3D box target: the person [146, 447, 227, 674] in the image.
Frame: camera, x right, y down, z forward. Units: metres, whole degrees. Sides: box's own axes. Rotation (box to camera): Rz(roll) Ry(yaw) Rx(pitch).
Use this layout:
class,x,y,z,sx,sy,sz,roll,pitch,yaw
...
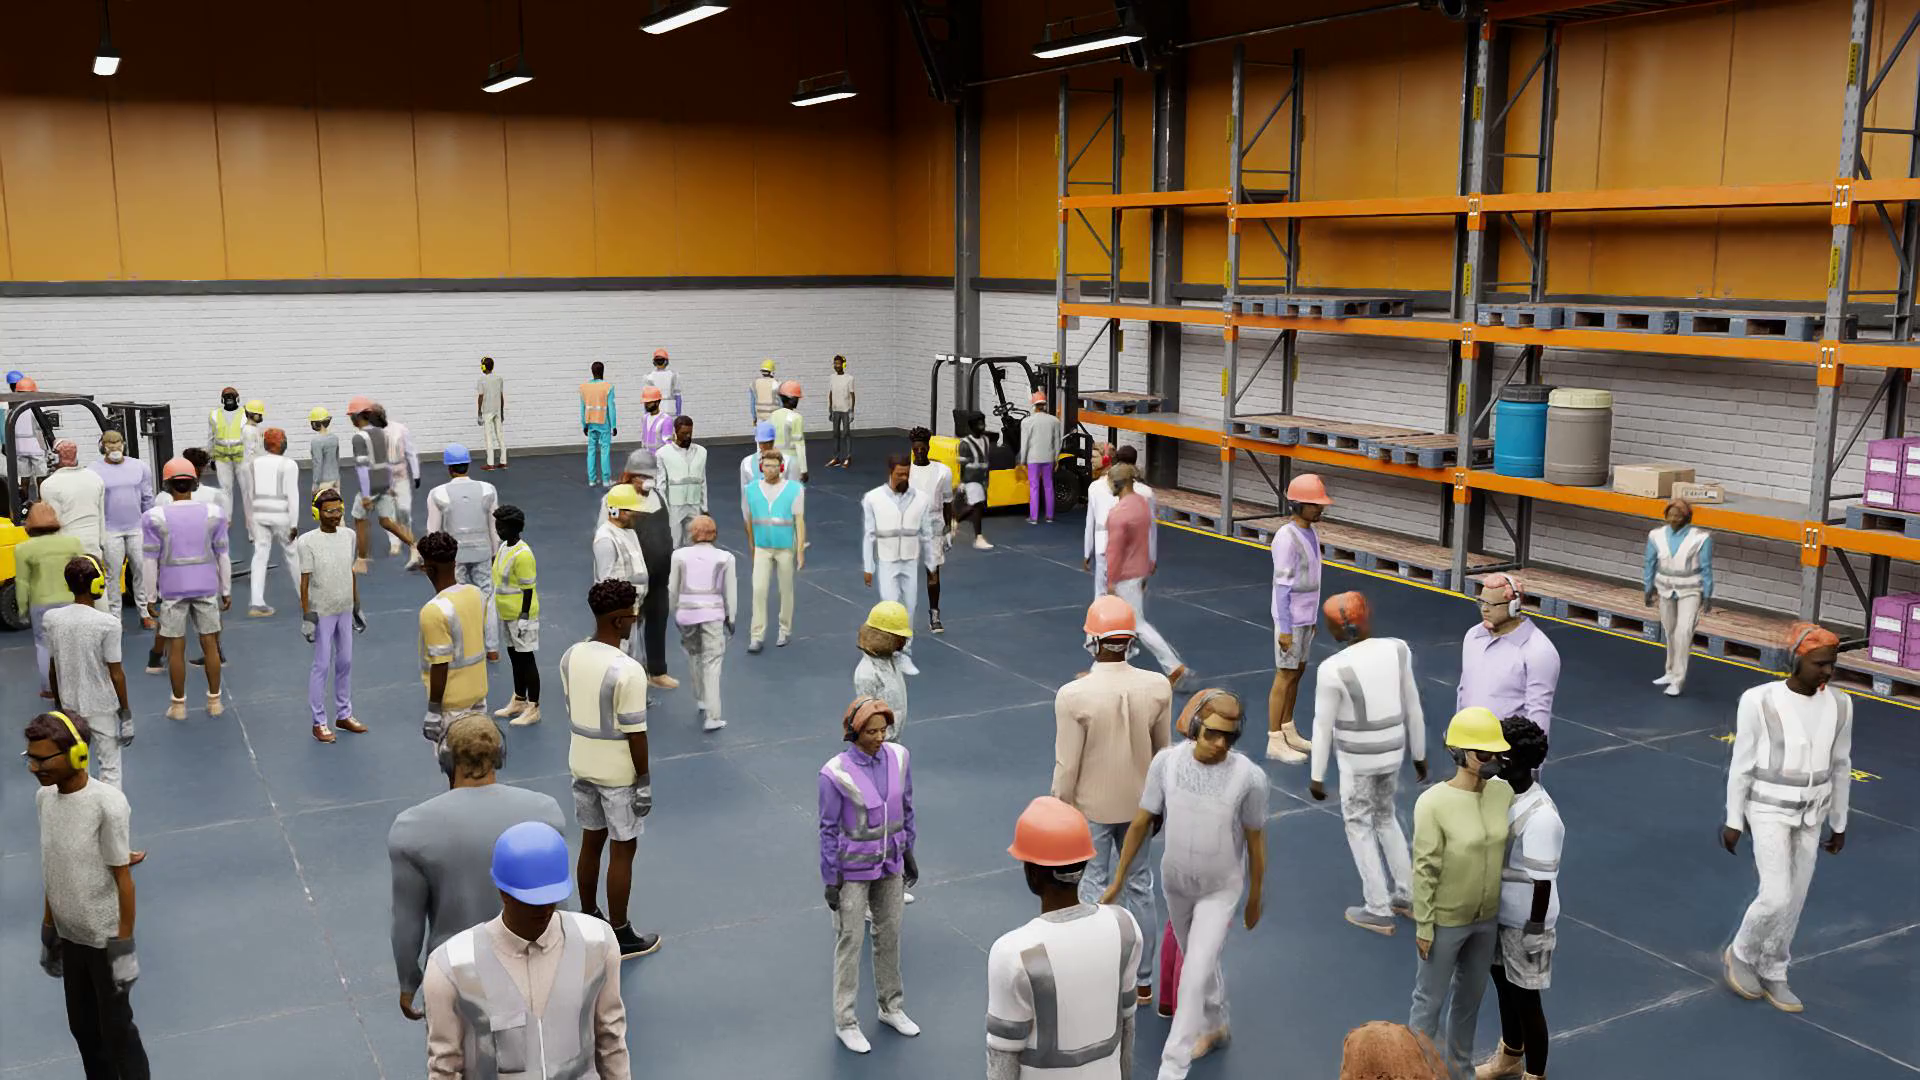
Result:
class,x,y,z,sx,sy,sz,roll,pitch,yaw
person,-6.596,0.176,14.180,0.458,1.934,0.690,8,13,38

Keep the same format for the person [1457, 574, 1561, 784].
class,x,y,z,sx,sy,sz,roll,pitch,yaw
person,2.873,1.112,8.894,0.398,1.900,0.636,-5,11,-26

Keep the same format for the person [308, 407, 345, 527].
class,x,y,z,sx,sy,sz,roll,pitch,yaw
person,-7.492,-0.686,19.606,0.317,1.766,0.533,1,10,9

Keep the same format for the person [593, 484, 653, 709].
class,x,y,z,sx,sy,sz,roll,pitch,yaw
person,-2.604,0.467,12.820,0.403,1.820,0.603,1,10,5

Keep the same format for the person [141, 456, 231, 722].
class,x,y,z,sx,sy,sz,roll,pitch,yaw
person,-5.911,0.376,12.740,0.611,2.032,0.411,-7,12,-34

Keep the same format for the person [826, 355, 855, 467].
class,x,y,z,sx,sy,sz,roll,pitch,yaw
person,-1.979,-2.140,27.686,0.517,1.868,0.334,6,11,30

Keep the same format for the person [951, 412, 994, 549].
class,x,y,z,sx,sy,sz,roll,pitch,yaw
person,0.114,-0.735,20.174,0.690,1.678,0.531,7,12,35

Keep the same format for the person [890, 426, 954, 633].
class,x,y,z,sx,sy,sz,roll,pitch,yaw
person,-0.365,-0.095,15.621,0.613,1.964,0.361,-1,10,-6

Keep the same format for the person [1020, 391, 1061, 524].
class,x,y,z,sx,sy,sz,roll,pitch,yaw
person,1.050,-1.093,21.981,0.572,1.748,0.342,-4,11,-22

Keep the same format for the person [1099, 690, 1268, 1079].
class,x,y,z,sx,sy,sz,roll,pitch,yaw
person,0.971,1.485,7.045,0.617,1.788,0.972,6,12,32

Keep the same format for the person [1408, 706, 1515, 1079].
class,x,y,z,sx,sy,sz,roll,pitch,yaw
person,2.057,1.539,6.787,0.523,1.772,0.308,-5,11,-29

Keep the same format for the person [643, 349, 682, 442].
class,x,y,z,sx,sy,sz,roll,pitch,yaw
person,-4.749,-2.027,26.557,0.607,2.033,0.403,-3,10,-14

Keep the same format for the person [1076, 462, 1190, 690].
class,x,y,z,sx,sy,sz,roll,pitch,yaw
person,1.434,0.305,13.571,0.973,1.897,0.631,5,11,25

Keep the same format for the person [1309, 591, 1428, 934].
class,x,y,z,sx,sy,sz,roll,pitch,yaw
person,2.142,1.168,8.731,0.665,1.834,0.366,-5,11,-26

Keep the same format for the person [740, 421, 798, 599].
class,x,y,z,sx,sy,sz,roll,pitch,yaw
person,-1.887,-0.247,16.724,0.610,1.921,0.944,1,10,5

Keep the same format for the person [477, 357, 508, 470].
class,x,y,z,sx,sy,sz,roll,pitch,yaw
person,-7.724,-2.081,27.383,0.328,1.861,0.508,8,12,37

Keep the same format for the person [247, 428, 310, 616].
class,x,y,z,sx,sy,sz,roll,pitch,yaw
person,-6.795,-0.193,16.561,0.582,1.821,0.987,2,10,10

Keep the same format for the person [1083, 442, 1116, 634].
class,x,y,z,sx,sy,sz,roll,pitch,yaw
person,1.360,0.014,15.354,0.387,1.842,0.566,-1,10,-3

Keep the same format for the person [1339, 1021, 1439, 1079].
class,x,y,z,sx,sy,sz,roll,pitch,yaw
person,1.151,2.051,4.363,0.867,1.582,0.536,4,11,23

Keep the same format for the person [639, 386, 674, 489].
class,x,y,z,sx,sy,sz,roll,pitch,yaw
person,-3.787,-0.954,20.685,0.544,1.930,0.389,9,13,41

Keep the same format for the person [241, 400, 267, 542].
class,x,y,z,sx,sy,sz,roll,pitch,yaw
person,-8.727,-0.859,20.623,0.339,1.760,0.526,-3,10,-17

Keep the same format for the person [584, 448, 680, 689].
class,x,y,z,sx,sy,sz,roll,pitch,yaw
person,-2.693,0.210,13.656,0.787,2.000,0.691,6,12,31

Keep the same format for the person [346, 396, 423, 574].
class,x,y,z,sx,sy,sz,roll,pitch,yaw
person,-6.406,-0.592,18.412,0.906,2.003,0.653,3,10,14

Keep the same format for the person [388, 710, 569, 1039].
class,x,y,z,sx,sy,sz,roll,pitch,yaw
person,-1.754,1.575,6.130,0.634,1.930,0.384,-5,11,-25

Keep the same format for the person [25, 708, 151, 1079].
class,x,y,z,sx,sy,sz,roll,pitch,yaw
person,-3.384,1.554,6.454,0.523,1.858,0.337,5,11,28

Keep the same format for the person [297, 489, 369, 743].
class,x,y,z,sx,sy,sz,roll,pitch,yaw
person,-4.614,0.540,12.247,0.310,1.868,0.532,6,11,30

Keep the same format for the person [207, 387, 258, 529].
class,x,y,z,sx,sy,sz,roll,pitch,yaw
person,-9.402,-1.059,21.526,0.629,1.846,0.429,-2,10,-10

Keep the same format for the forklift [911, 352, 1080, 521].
class,x,y,z,sx,sy,sz,roll,pitch,yaw
forklift,0.460,-1.461,22.833,2.313,2.155,1.214,-5,11,-28

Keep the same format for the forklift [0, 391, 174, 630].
class,x,y,z,sx,sy,sz,roll,pitch,yaw
forklift,-9.026,-0.363,16.508,1.214,2.155,2.313,6,11,29

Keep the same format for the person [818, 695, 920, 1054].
class,x,y,z,sx,sy,sz,roll,pitch,yaw
person,-0.418,1.487,7.486,0.524,1.631,0.319,-9,13,-42

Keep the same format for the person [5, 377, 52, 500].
class,x,y,z,sx,sy,sz,roll,pitch,yaw
person,-12.201,-1.164,21.862,0.545,1.938,0.359,0,10,0

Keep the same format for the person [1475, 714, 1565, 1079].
class,x,y,z,sx,sy,sz,roll,pitch,yaw
person,2.314,1.551,6.953,0.321,1.695,0.533,-1,10,-5

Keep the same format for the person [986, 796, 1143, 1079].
class,x,y,z,sx,sy,sz,roll,pitch,yaw
person,0.297,1.742,5.178,0.542,1.928,0.399,-7,12,-33

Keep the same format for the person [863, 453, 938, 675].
class,x,y,z,sx,sy,sz,roll,pitch,yaw
person,-0.502,0.205,14.068,0.624,1.901,0.479,-5,11,-27

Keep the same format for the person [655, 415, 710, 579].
class,x,y,z,sx,sy,sz,roll,pitch,yaw
person,-2.856,-0.336,17.155,0.593,1.917,0.392,-8,13,-40

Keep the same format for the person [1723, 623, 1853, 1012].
class,x,y,z,sx,sy,sz,roll,pitch,yaw
person,3.898,1.311,7.798,0.604,1.869,0.418,-2,10,-10

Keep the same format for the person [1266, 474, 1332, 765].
class,x,y,z,sx,sy,sz,roll,pitch,yaw
person,2.400,0.544,11.723,0.391,2.040,0.615,5,11,28

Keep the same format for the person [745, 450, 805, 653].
class,x,y,z,sx,sy,sz,roll,pitch,yaw
person,-1.668,0.110,14.886,0.585,1.813,0.840,1,10,7

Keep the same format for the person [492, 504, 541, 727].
class,x,y,z,sx,sy,sz,roll,pitch,yaw
person,-3.368,0.565,12.611,0.319,1.693,0.532,-7,12,-34

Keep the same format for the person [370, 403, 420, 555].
class,x,y,z,sx,sy,sz,roll,pitch,yaw
person,-6.800,-0.743,19.835,0.699,1.806,0.646,-2,10,-11

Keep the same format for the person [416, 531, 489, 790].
class,x,y,z,sx,sy,sz,roll,pitch,yaw
person,-2.989,0.918,9.817,0.373,1.956,0.605,2,10,11

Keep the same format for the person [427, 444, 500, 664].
class,x,y,z,sx,sy,sz,roll,pitch,yaw
person,-4.306,0.132,14.434,0.623,1.935,0.436,-5,11,-29

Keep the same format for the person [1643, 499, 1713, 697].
class,x,y,z,sx,sy,sz,roll,pitch,yaw
person,5.789,0.460,13.490,0.685,1.596,0.541,-9,13,-42

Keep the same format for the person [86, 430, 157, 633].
class,x,y,z,sx,sy,sz,roll,pitch,yaw
person,-7.898,-0.079,15.659,0.636,1.928,0.385,-9,13,-41

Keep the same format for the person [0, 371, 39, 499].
class,x,y,z,sx,sy,sz,roll,pitch,yaw
person,-13.041,-1.383,23.136,0.412,1.939,0.601,7,12,34

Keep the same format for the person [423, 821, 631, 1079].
class,x,y,z,sx,sy,sz,roll,pitch,yaw
person,-1.279,1.767,4.995,0.604,1.939,0.414,-6,11,-30

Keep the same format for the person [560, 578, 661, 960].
class,x,y,z,sx,sy,sz,roll,pitch,yaw
person,-1.775,1.157,8.460,0.598,1.958,0.370,8,13,39

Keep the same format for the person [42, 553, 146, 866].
class,x,y,z,sx,sy,sz,roll,pitch,yaw
person,-5.015,1.003,9.612,0.505,1.864,0.331,2,10,10

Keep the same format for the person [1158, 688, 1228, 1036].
class,x,y,z,sx,sy,sz,roll,pitch,yaw
person,1.090,1.472,7.597,0.289,1.626,0.498,-1,10,-8

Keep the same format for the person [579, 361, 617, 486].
class,x,y,z,sx,sy,sz,roll,pitch,yaw
person,-5.532,-1.772,25.447,0.587,1.911,0.397,3,10,18

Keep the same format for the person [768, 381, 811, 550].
class,x,y,z,sx,sy,sz,roll,pitch,yaw
person,-2.053,-0.906,20.091,0.390,2.036,0.611,-8,13,-39

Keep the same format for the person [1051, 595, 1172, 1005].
class,x,y,z,sx,sy,sz,roll,pitch,yaw
person,0.704,1.244,7.832,0.611,1.996,0.379,-4,11,-22

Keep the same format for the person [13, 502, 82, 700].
class,x,y,z,sx,sy,sz,roll,pitch,yaw
person,-7.201,0.497,13.198,0.517,1.614,0.521,-9,13,-42

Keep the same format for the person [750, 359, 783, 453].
class,x,y,z,sx,sy,sz,roll,pitch,yaw
person,-3.115,-2.023,27.107,0.591,1.833,0.403,2,10,13

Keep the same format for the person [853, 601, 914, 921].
class,x,y,z,sx,sy,sz,roll,pitch,yaw
person,-0.401,1.179,8.958,0.309,1.735,0.484,2,10,14

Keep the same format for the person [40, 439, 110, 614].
class,x,y,z,sx,sy,sz,roll,pitch,yaw
person,-8.010,0.042,15.004,0.399,1.909,0.642,3,10,18

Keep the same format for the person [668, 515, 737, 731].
class,x,y,z,sx,sy,sz,roll,pitch,yaw
person,-1.955,0.606,12.696,0.524,1.569,0.884,0,10,2

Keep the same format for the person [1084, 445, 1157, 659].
class,x,y,z,sx,sy,sz,roll,pitch,yaw
person,1.406,0.116,14.586,0.644,1.907,0.466,3,10,18
